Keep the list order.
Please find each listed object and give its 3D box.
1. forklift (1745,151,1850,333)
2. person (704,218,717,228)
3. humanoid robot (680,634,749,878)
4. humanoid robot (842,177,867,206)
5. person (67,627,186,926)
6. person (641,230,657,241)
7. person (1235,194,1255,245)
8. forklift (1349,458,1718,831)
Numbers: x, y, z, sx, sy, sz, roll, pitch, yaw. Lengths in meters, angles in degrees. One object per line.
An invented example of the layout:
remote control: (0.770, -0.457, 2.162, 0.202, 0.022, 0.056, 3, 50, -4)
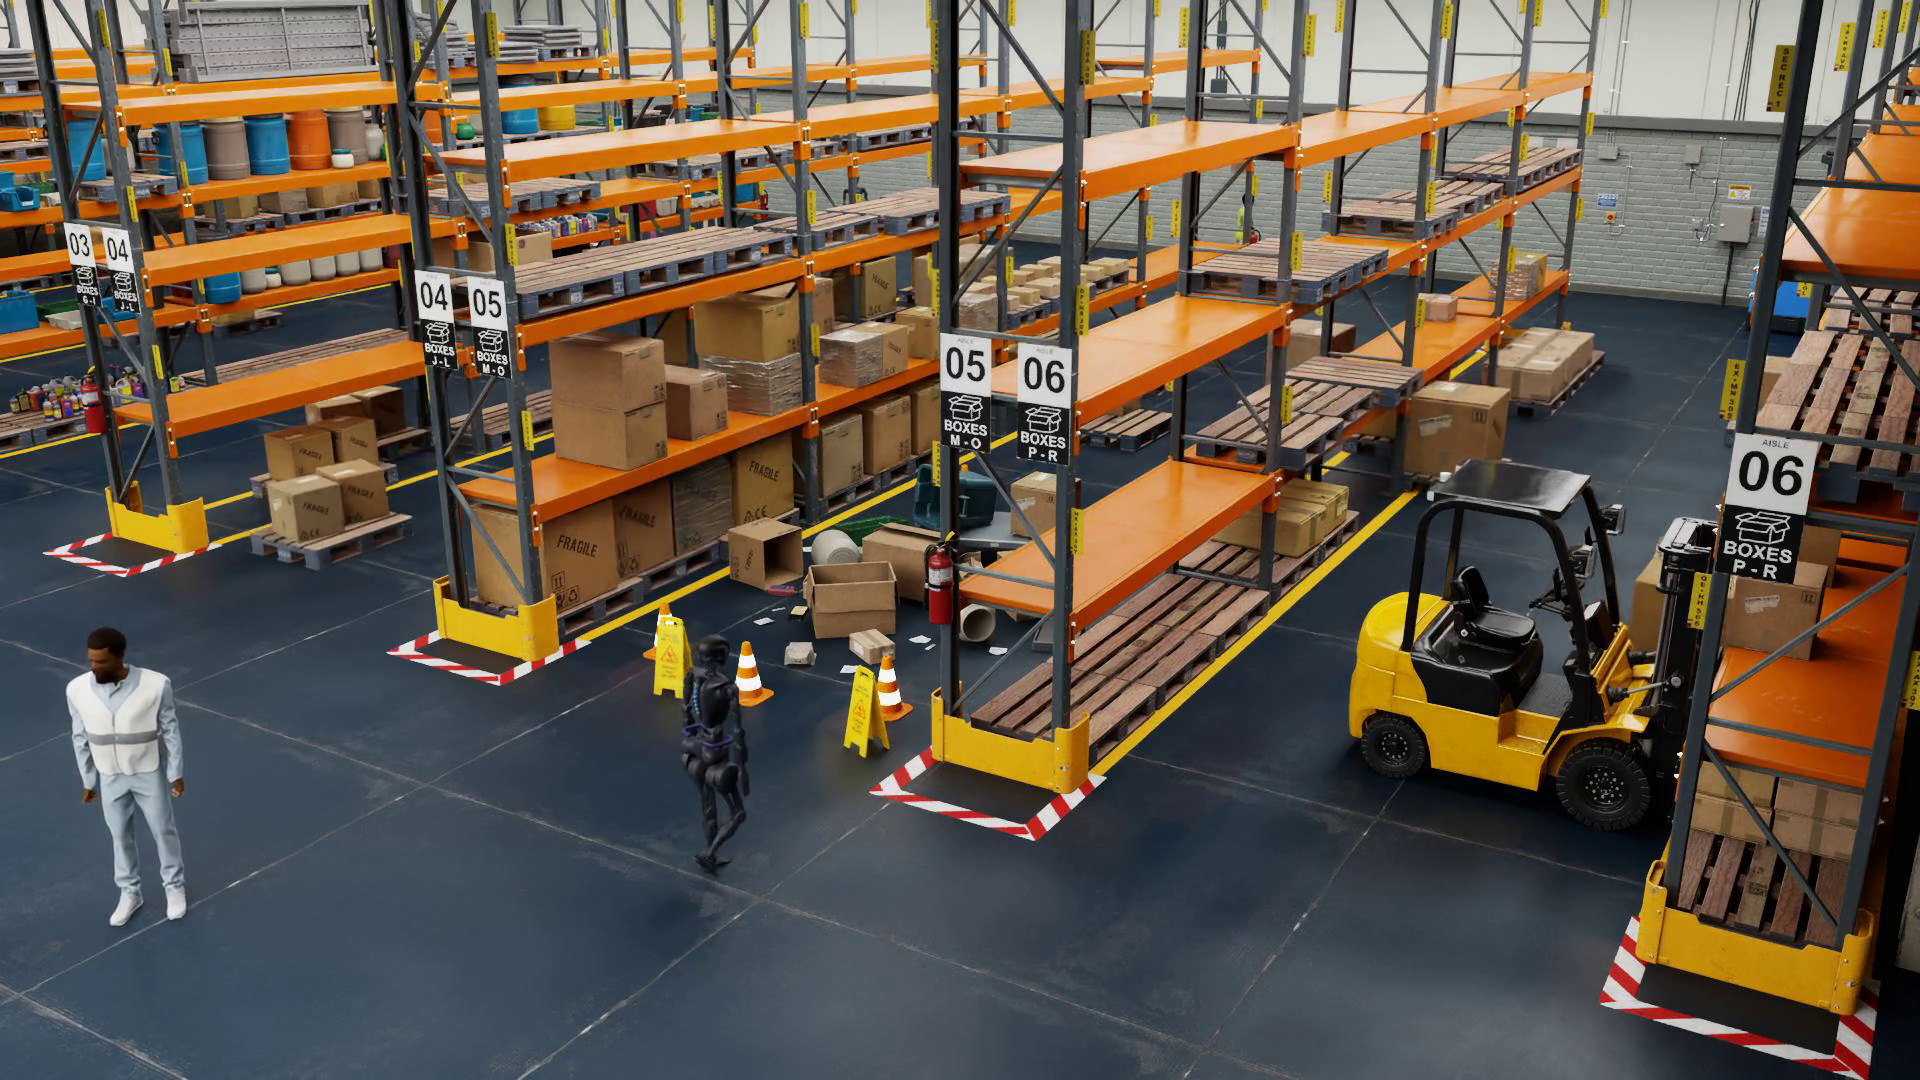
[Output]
forklift: (13.620, -4.667, 26.137, 1.873, 2.768, 1.129, 11, 22, 29)
person: (-5.244, -7.061, 34.861, 0.489, 1.688, 0.351, -6, 20, -17)
humanoid robot: (-1.614, 1.373, 10.492, 0.599, 1.647, 0.451, 16, 24, 38)
humanoid robot: (-2.115, -6.461, 33.167, 0.588, 1.636, 0.633, -9, 21, -25)
person: (-4.995, 1.401, 10.046, 0.589, 1.916, 0.392, -3, 19, -10)
person: (-6.484, -6.830, 34.040, 0.528, 1.782, 0.453, -5, 20, -14)
person: (5.182, -5.491, 30.316, 0.320, 1.685, 0.540, -1, 19, -4)
forklift: (3.988, 0.658, 11.776, 2.313, 2.155, 1.214, 11, 22, 29)
